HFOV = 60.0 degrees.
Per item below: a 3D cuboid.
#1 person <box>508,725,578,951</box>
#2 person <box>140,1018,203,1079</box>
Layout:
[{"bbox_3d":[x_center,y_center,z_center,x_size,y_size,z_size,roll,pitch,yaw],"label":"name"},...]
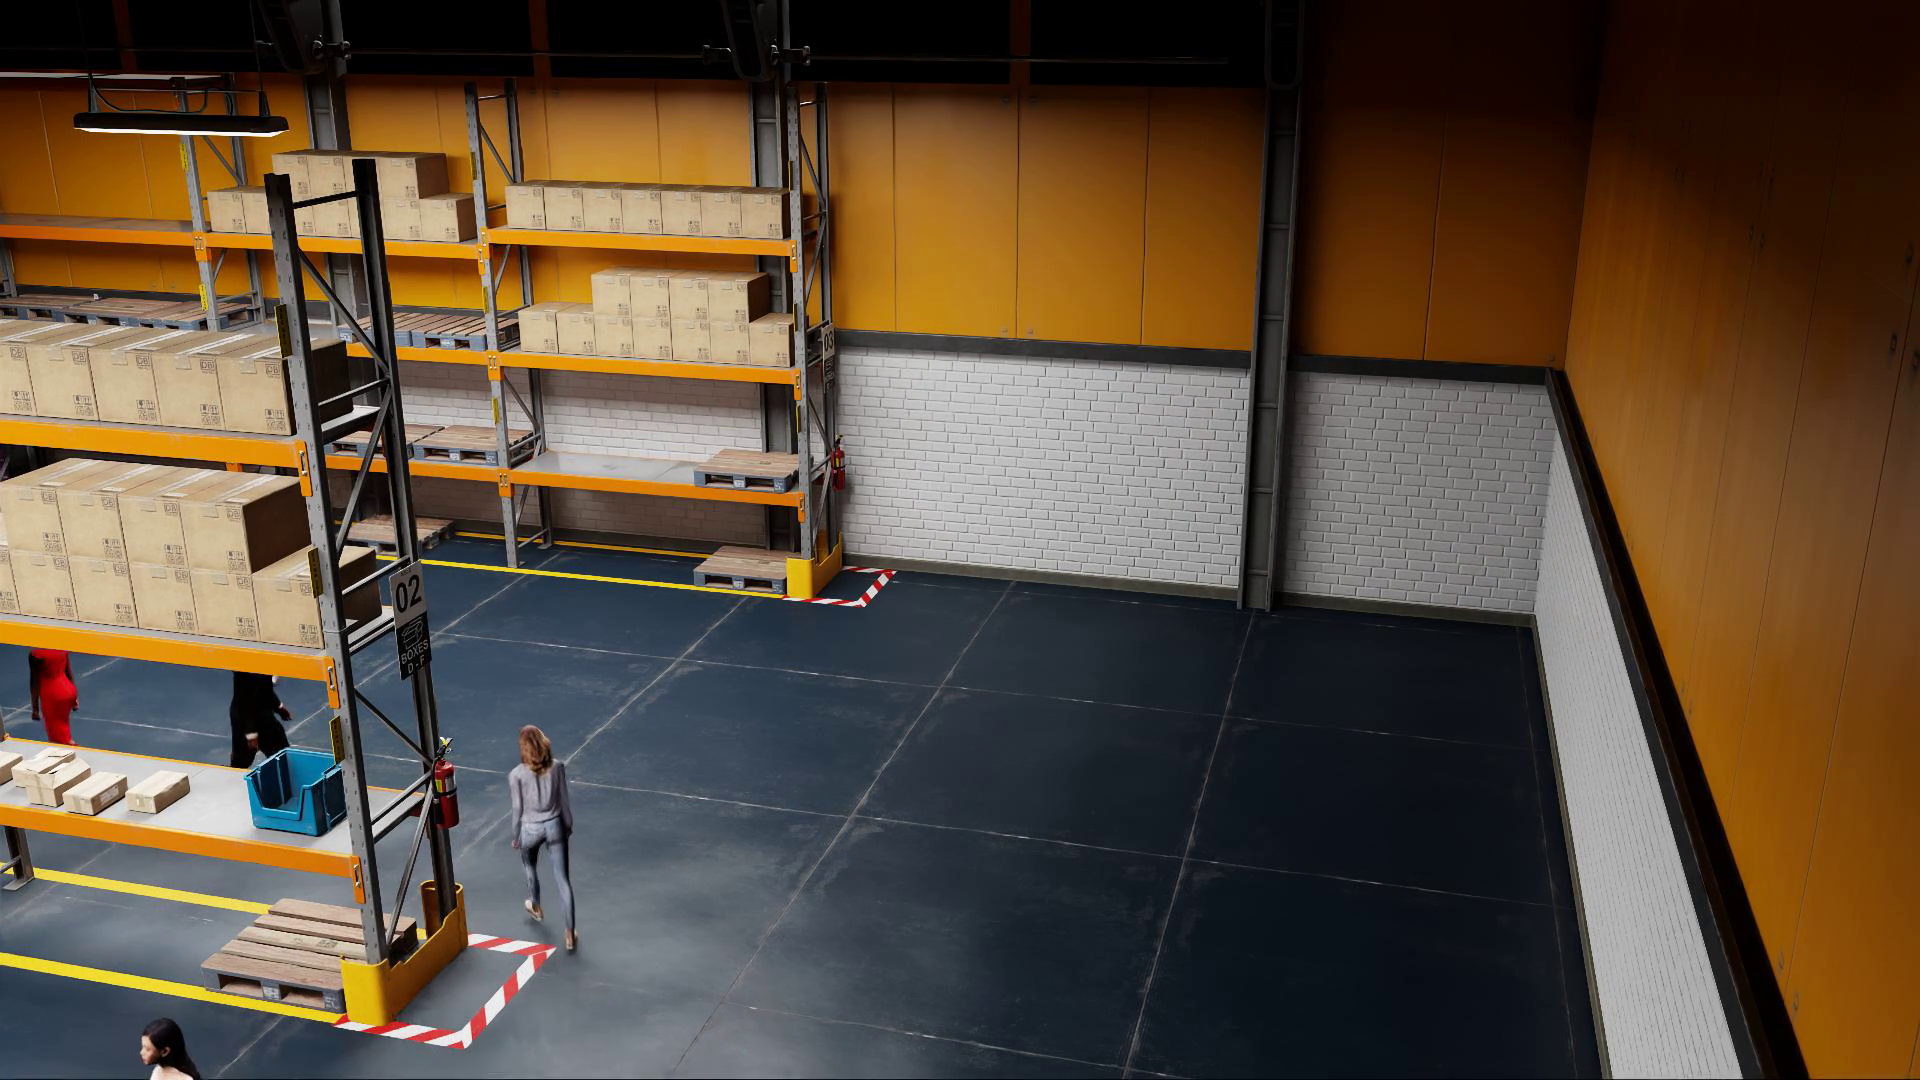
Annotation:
[{"bbox_3d":[-3.173,2.304,12.707,1.031,1.754,1.079,-8,20,-23],"label":"person"},{"bbox_3d":[-4.291,3.438,9.323,0.950,1.764,0.905,-13,23,-35],"label":"person"}]
